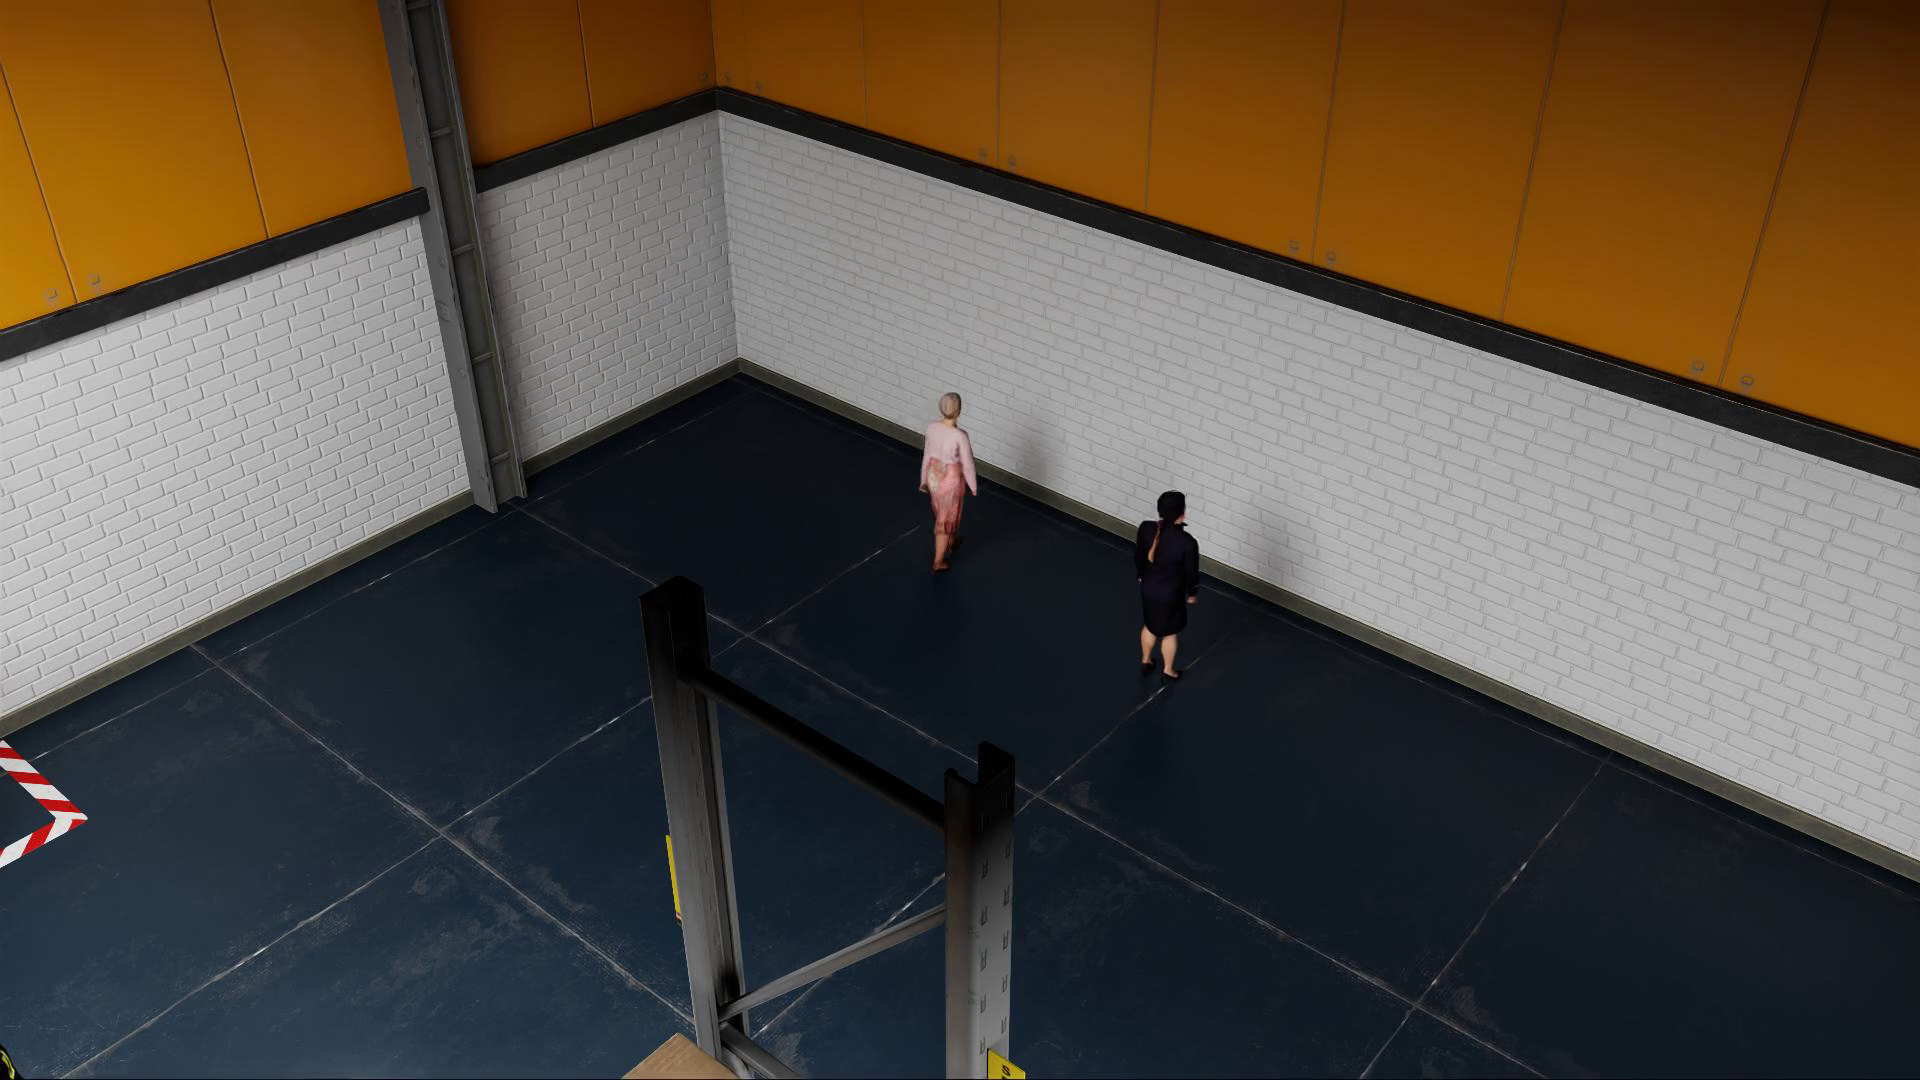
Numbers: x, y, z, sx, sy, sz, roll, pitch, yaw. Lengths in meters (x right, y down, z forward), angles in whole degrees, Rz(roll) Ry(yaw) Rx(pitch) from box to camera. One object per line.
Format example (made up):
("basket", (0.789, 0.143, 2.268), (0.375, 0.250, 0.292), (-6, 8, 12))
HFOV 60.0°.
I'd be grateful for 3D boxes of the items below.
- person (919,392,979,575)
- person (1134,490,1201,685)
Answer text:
("person", (-0.154, -0.432, 13.931), (0.671, 1.673, 0.833), (21, 39, 28))
("person", (1.561, 0.374, 12.720), (0.698, 1.671, 0.625), (23, 40, 30))
